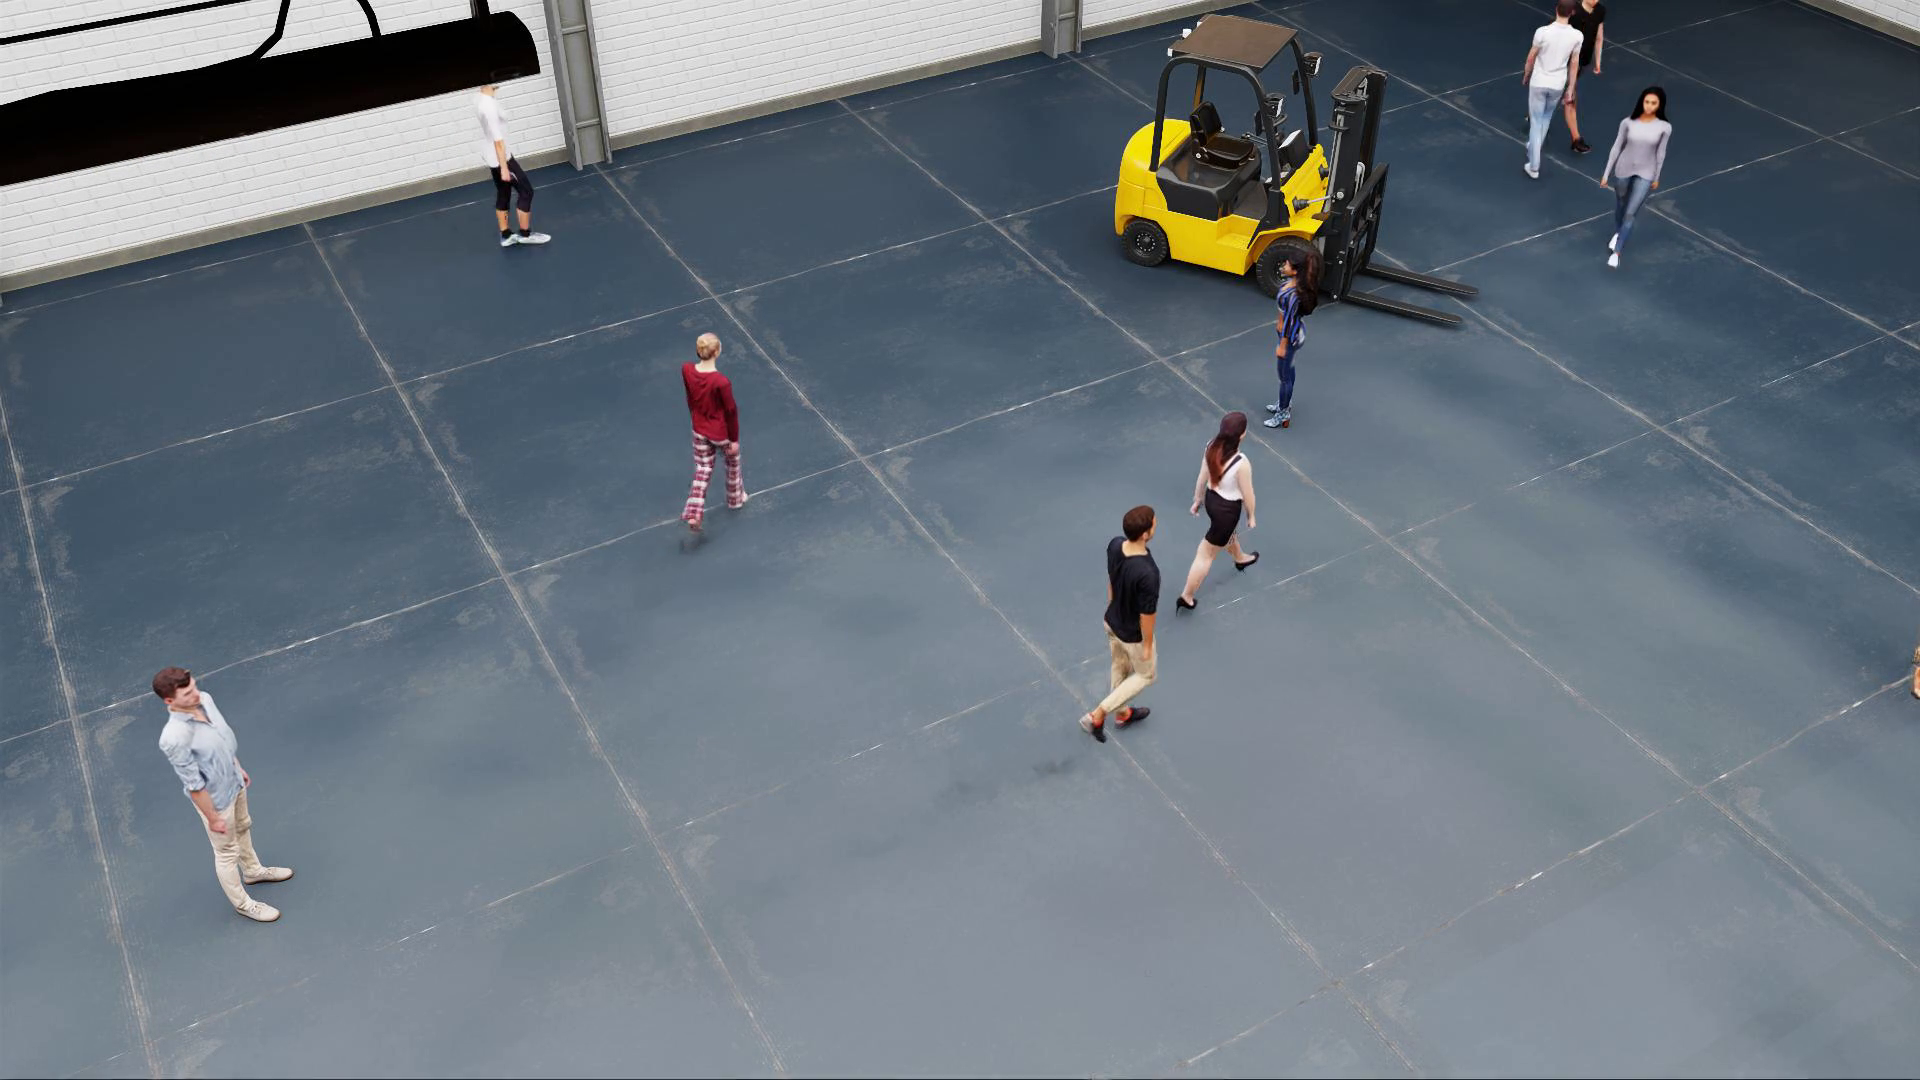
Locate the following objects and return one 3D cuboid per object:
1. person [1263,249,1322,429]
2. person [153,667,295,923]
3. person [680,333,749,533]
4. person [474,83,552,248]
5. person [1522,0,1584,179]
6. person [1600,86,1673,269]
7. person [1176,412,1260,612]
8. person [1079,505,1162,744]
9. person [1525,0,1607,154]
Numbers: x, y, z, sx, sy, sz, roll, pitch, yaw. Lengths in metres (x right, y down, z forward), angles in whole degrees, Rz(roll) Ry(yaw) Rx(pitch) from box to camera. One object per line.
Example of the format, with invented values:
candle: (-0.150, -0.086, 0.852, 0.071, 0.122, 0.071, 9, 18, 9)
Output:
person: (2.685, -1.648, 13.535, 0.753, 1.617, 0.687, 11, 40, 13)
person: (-4.251, 1.421, 9.507, 0.723, 1.848, 0.732, -1, 39, -1)
person: (-1.888, -0.791, 12.415, 0.966, 1.674, 1.074, 15, 41, 18)
person: (-4.453, -3.628, 15.834, 0.681, 1.841, 0.700, -19, 42, -22)
person: (6.044, -4.602, 17.072, 1.022, 1.819, 1.000, 1, 39, 2)
person: (6.410, -3.492, 15.780, 0.982, 1.696, 1.190, 20, 43, 23)
person: (1.774, -0.147, 11.664, 1.110, 1.606, 0.689, -27, 46, -29)
person: (1.013, 0.576, 10.564, 0.822, 1.850, 0.645, -19, 42, -22)
person: (6.475, -5.120, 17.726, 1.136, 1.812, 0.768, -19, 42, -22)
